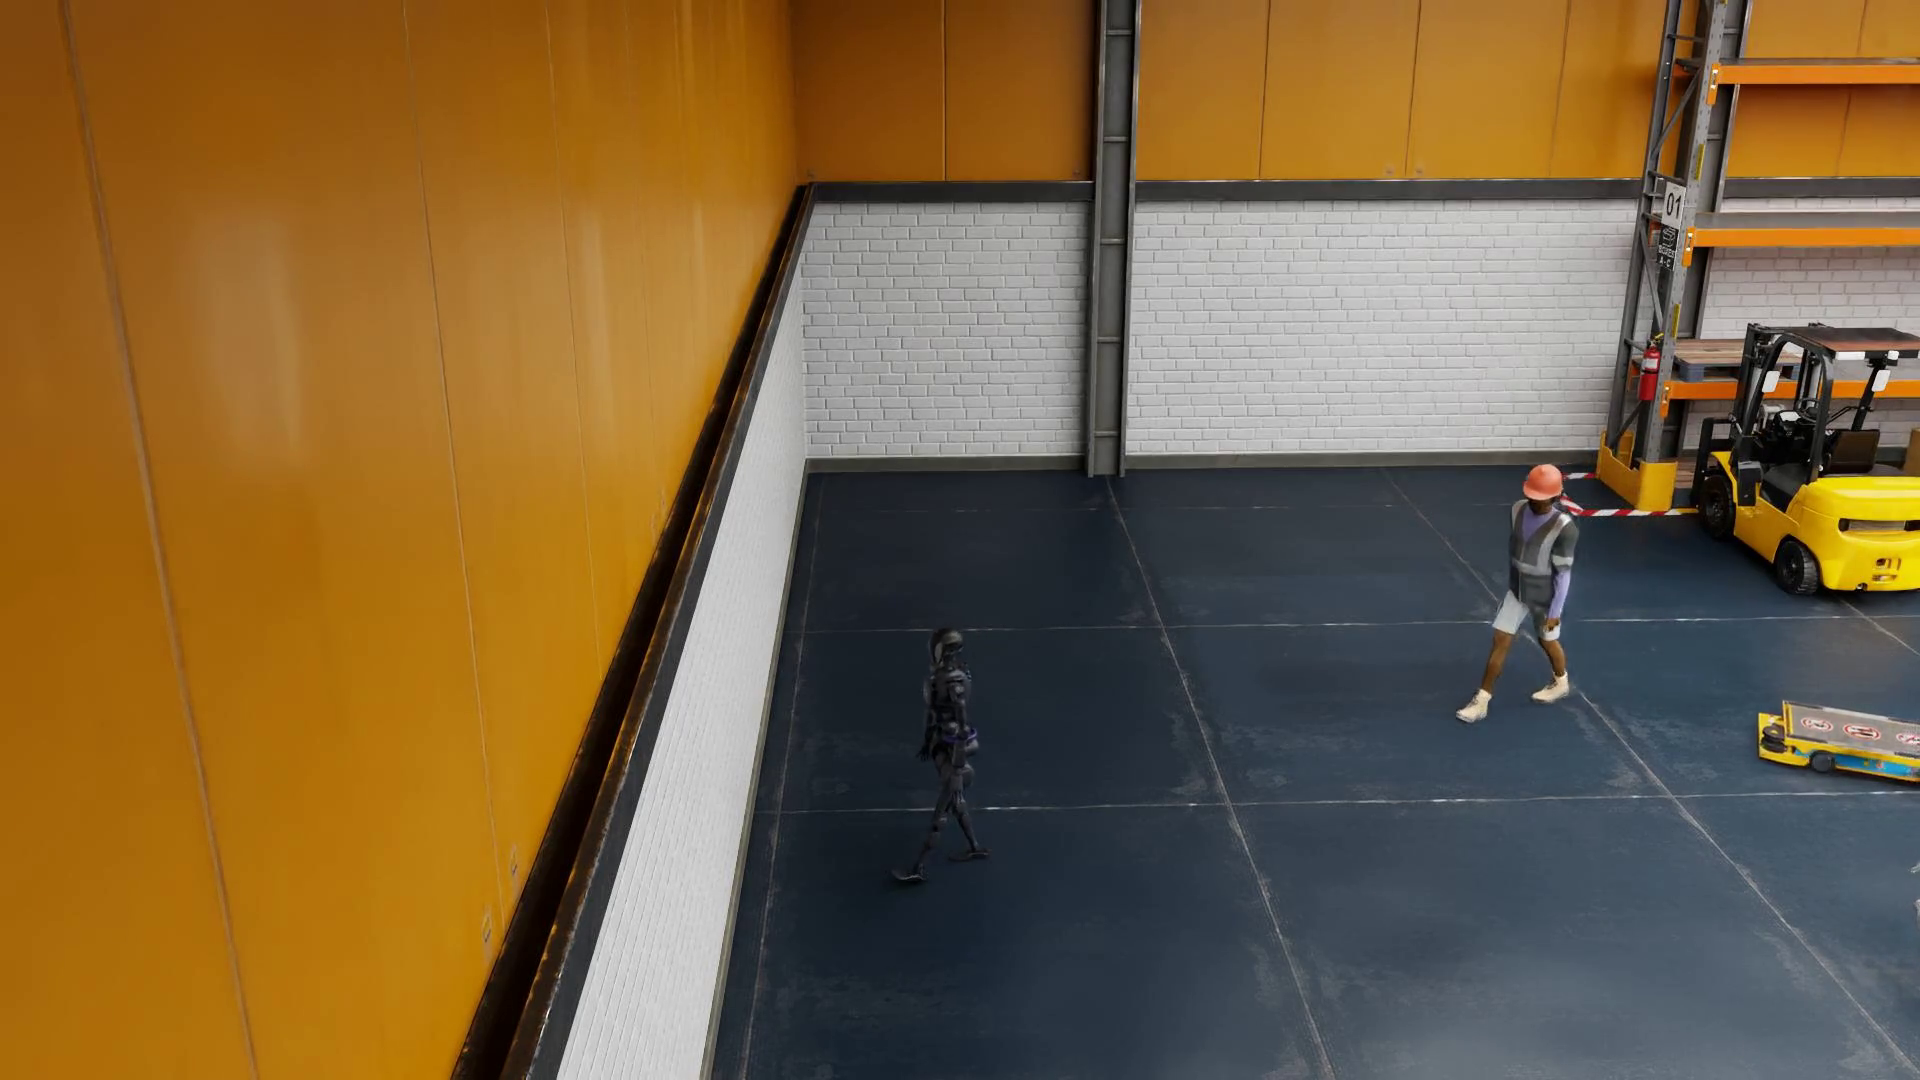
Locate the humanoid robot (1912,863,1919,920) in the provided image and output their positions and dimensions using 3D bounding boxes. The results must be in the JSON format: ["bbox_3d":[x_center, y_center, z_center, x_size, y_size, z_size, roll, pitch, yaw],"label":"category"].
[{"bbox_3d":[5.436,1.703,8.925,0.680,1.866,0.544,4,21,10],"label":"humanoid robot"}]

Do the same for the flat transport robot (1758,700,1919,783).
[{"bbox_3d":[6.376,1.449,11.624,1.431,0.231,0.659,9,22,22],"label":"flat transport robot"}]

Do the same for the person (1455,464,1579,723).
[{"bbox_3d":[4.183,0.369,12.090,1.075,1.982,0.620,-11,23,-28],"label":"person"}]

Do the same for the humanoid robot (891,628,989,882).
[{"bbox_3d":[-0.121,1.285,10.057,0.691,1.632,0.602,-7,21,-18],"label":"humanoid robot"}]

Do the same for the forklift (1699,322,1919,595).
[{"bbox_3d":[7.809,-0.792,14.926,1.214,2.155,2.313,-1,20,-2],"label":"forklift"}]
